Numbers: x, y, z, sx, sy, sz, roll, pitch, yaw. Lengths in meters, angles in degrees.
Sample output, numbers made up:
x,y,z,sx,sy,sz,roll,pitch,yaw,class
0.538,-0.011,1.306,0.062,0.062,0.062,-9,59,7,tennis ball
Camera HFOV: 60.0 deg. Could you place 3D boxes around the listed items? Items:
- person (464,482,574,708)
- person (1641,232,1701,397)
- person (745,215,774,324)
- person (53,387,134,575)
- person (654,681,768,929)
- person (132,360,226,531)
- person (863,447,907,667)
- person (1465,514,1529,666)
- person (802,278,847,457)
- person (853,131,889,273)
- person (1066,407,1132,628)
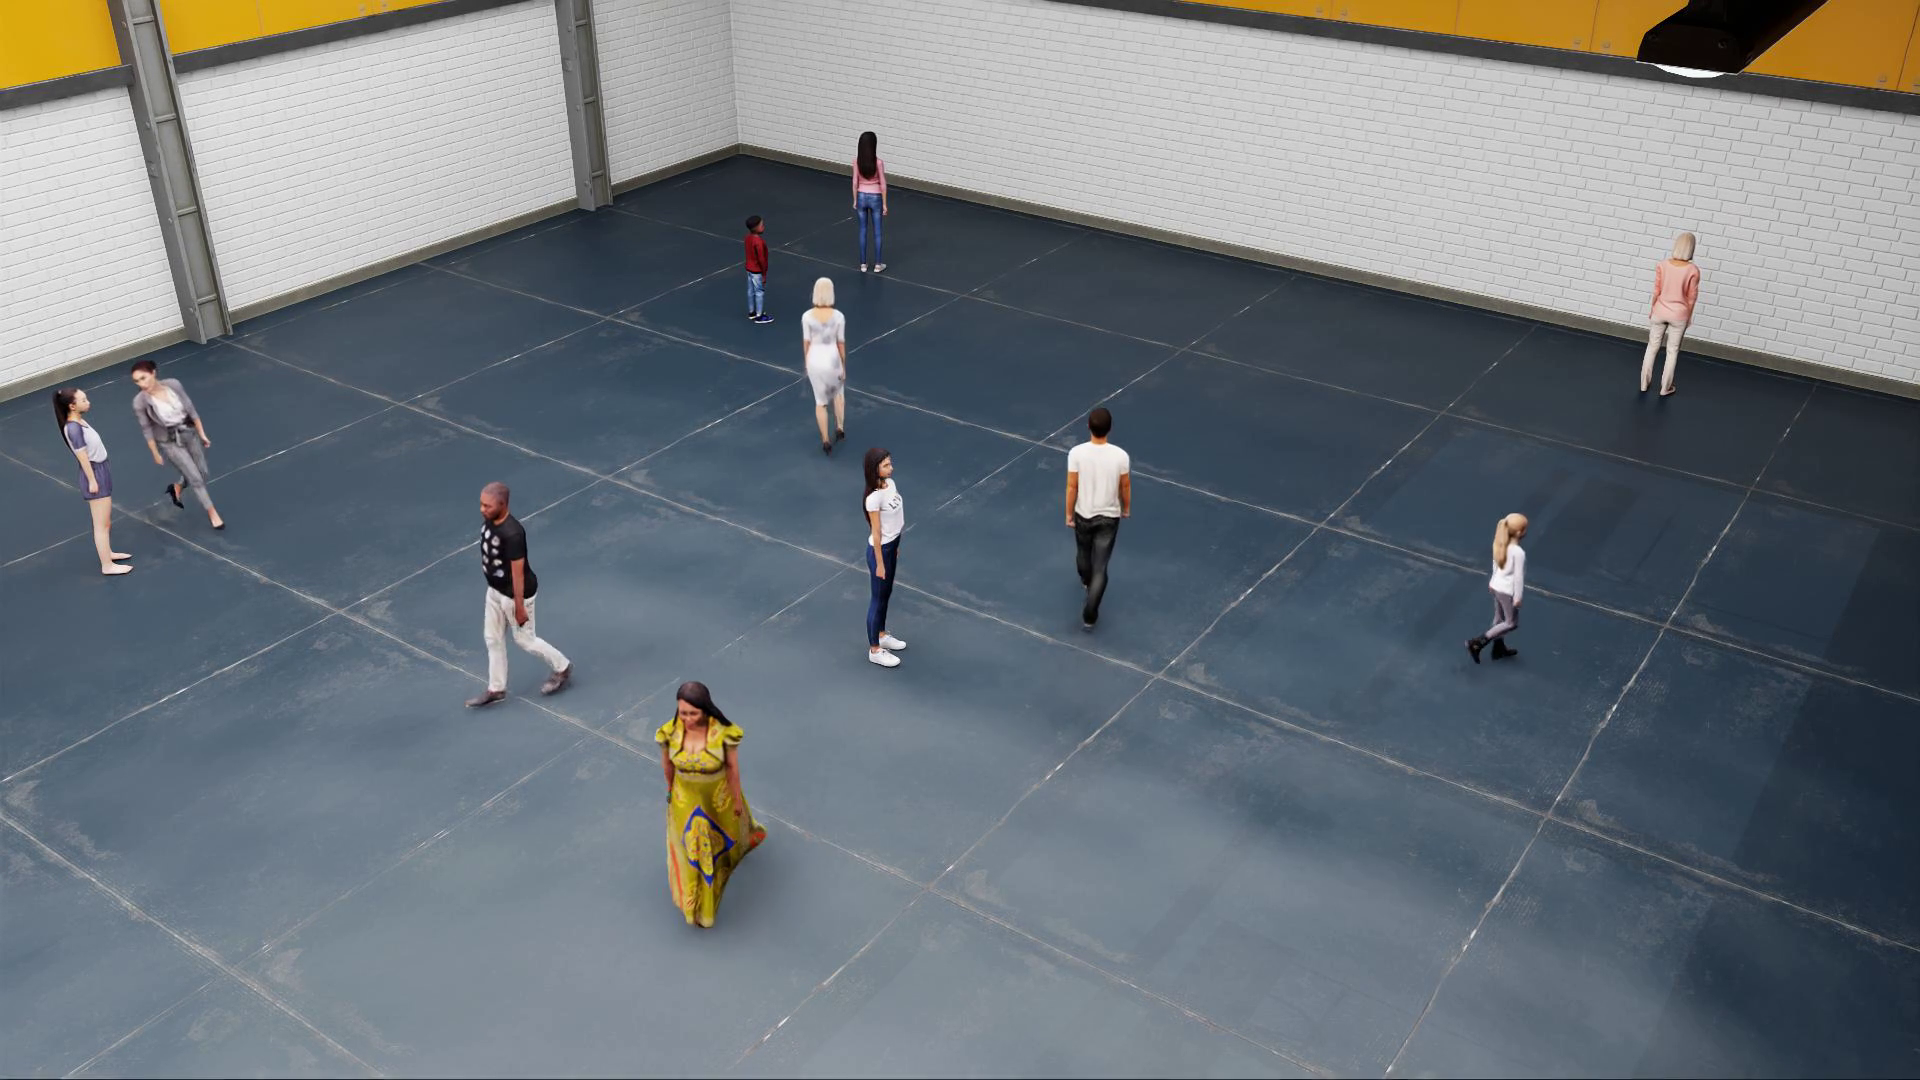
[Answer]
x,y,z,sx,sy,sz,roll,pitch,yaw,class
-3.195,0.380,12.112,1.136,1.783,0.878,-21,35,-33,person
7.330,-2.339,17.157,0.600,1.724,0.511,20,34,32,person
-2.348,-3.109,19.062,0.569,1.253,0.561,-19,34,-31,person
-7.246,-0.507,13.877,0.668,1.649,0.668,-13,31,-23,person
-1.537,1.527,10.161,1.190,1.637,1.307,-1,29,-2,person
-6.843,-0.815,14.467,0.754,1.625,0.831,11,30,19,person
-0.597,0.110,12.614,0.717,1.775,0.577,6,29,11,person
4.095,0.387,12.633,0.806,1.271,0.735,-6,29,-11,person
-1.286,-1.617,15.823,0.759,1.736,0.829,-2,29,-3,person
-1.123,-4.182,20.517,0.652,1.742,0.635,5,29,9,person
1.069,-0.143,13.094,0.976,1.760,1.220,4,29,8,person
